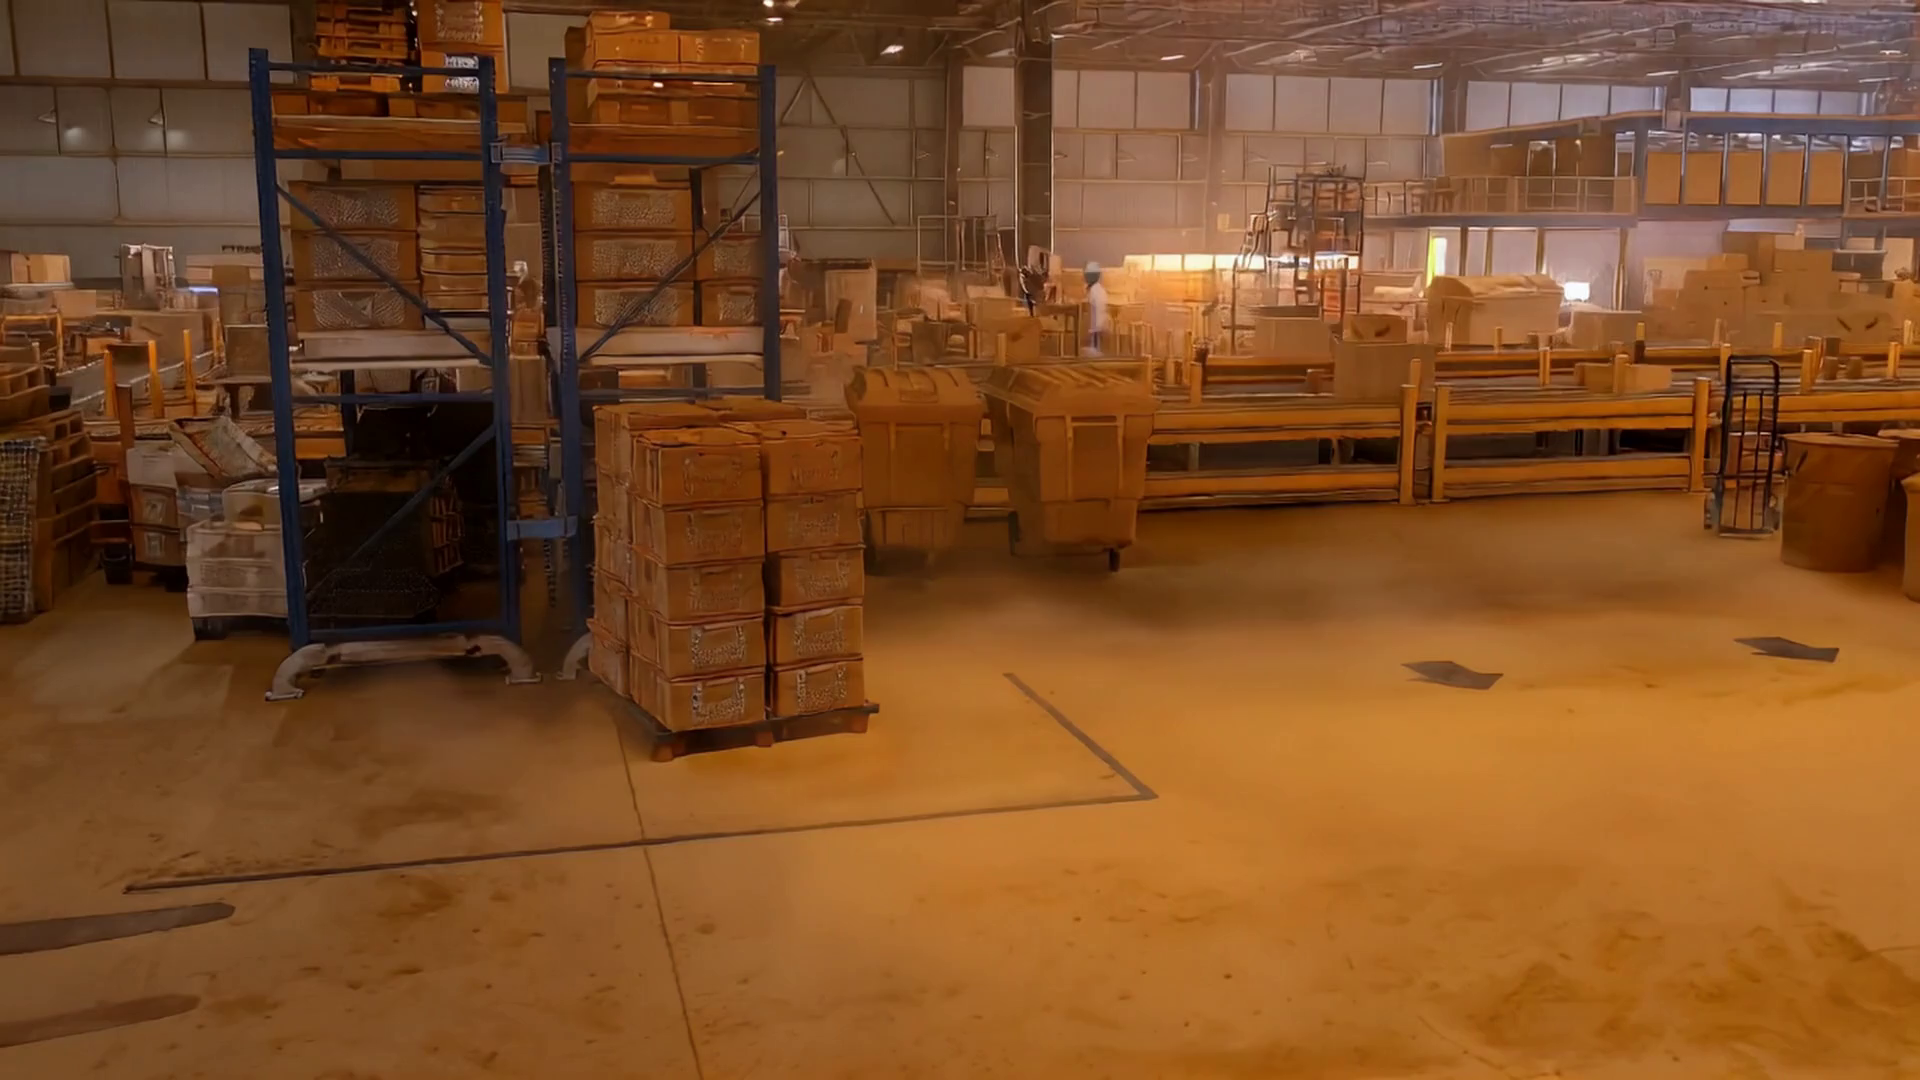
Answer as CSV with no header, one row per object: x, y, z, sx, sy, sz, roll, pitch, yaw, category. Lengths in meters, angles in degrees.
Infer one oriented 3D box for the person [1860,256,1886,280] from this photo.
21.955,-5.889,40.121,0.575,1.885,0.355,6,12,31,person

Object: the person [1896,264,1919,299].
15.632,-3.663,27.658,0.588,1.834,0.403,1,10,8,person

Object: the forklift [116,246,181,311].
-19.966,-6.232,40.894,1.157,1.987,2.680,-3,10,-15,forklift

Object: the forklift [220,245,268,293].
-17.749,-6.334,41.440,1.157,1.987,2.680,-3,10,-17,forklift

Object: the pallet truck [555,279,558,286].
-10.604,-6.375,44.520,0.653,1.274,1.630,-3,10,-15,pallet truck

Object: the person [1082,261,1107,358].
2.065,-3.149,24.528,0.739,1.916,0.552,1,10,3,person

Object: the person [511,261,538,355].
-6.923,-3.477,26.448,0.396,1.899,0.644,-3,10,-16,person

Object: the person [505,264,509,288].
-10.862,-5.709,39.487,0.672,1.750,0.536,-8,13,-39,person
